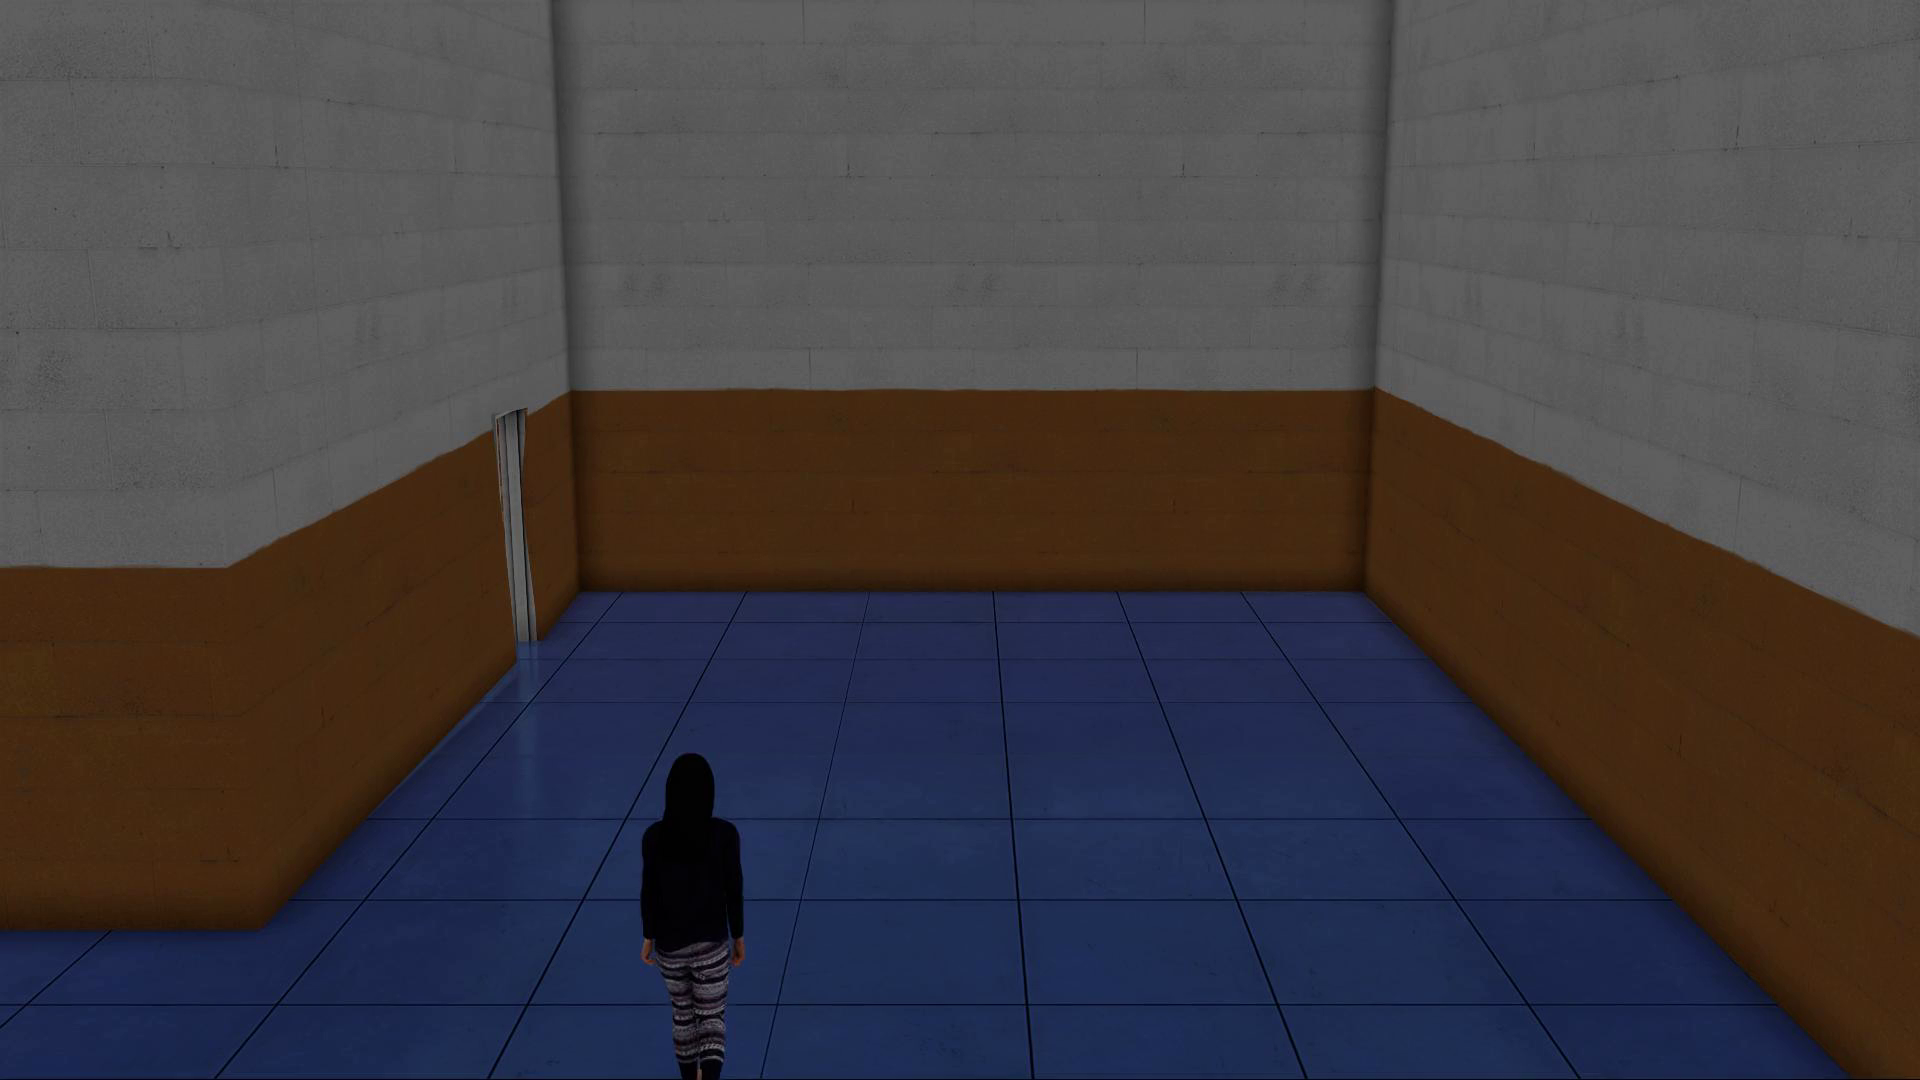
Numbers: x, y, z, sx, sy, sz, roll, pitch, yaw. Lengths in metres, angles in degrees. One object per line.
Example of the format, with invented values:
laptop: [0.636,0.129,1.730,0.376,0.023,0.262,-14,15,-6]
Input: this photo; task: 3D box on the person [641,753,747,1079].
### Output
person: [-1.226,1.859,7.617,0.867,1.709,0.724,-1,12,-7]
